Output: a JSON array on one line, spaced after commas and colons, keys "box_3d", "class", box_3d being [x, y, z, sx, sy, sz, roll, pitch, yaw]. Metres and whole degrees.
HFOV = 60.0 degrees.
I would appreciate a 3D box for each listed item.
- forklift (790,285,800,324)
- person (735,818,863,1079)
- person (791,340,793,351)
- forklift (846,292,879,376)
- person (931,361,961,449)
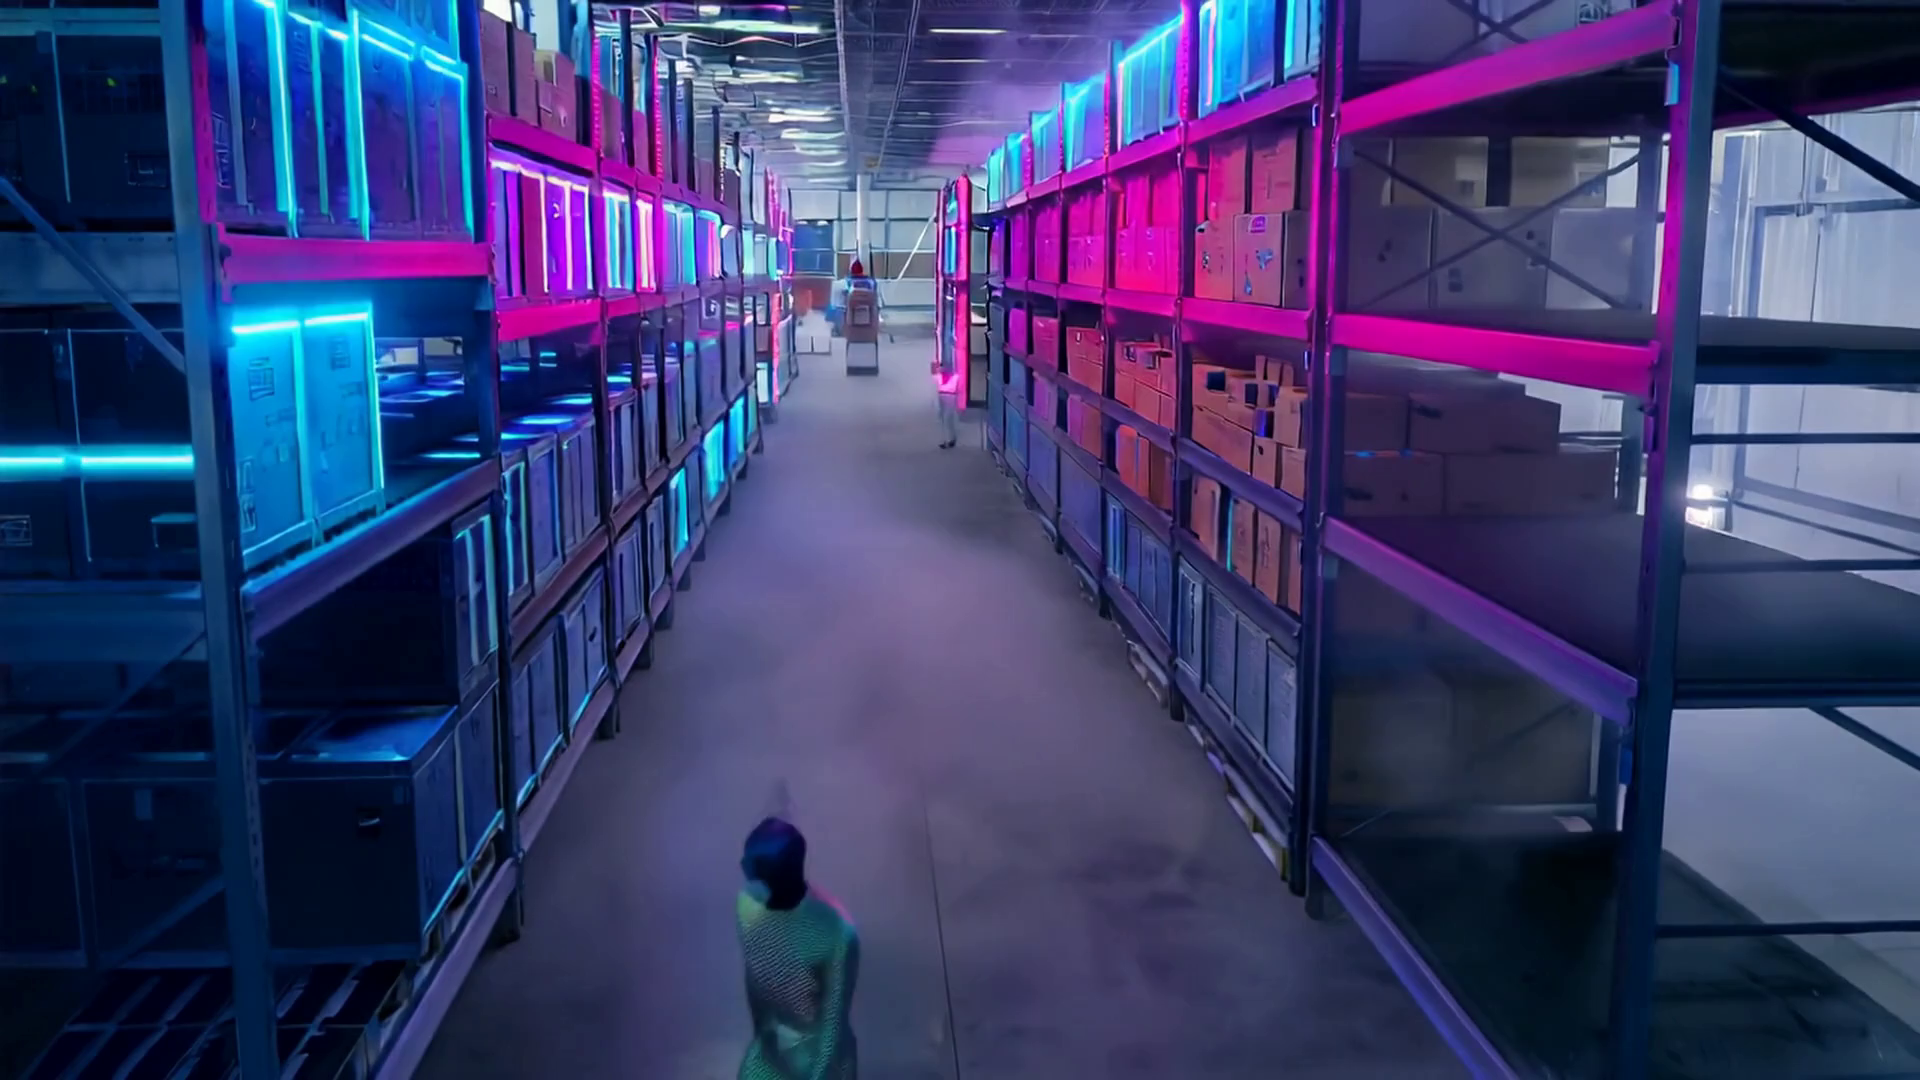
[{"box_3d": [-7.607, -10.009, 74.257, 1.129, 2.768, 1.873, 5, 11, 30], "class": "forklift"}, {"box_3d": [-0.574, 1.911, 6.061, 0.638, 1.892, 1.018, 8, 12, 38], "class": "person"}, {"box_3d": [-6.630, -7.690, 63.347, 0.942, 1.911, 0.552, 3, 10, 18], "class": "person"}, {"box_3d": [-3.305, -6.989, 56.215, 1.129, 2.768, 1.873, -1, 10, -4], "class": "forklift"}, {"box_3d": [-0.273, -2.779, 34.228, 0.642, 1.821, 0.465, 6, 11, 30], "class": "person"}]
